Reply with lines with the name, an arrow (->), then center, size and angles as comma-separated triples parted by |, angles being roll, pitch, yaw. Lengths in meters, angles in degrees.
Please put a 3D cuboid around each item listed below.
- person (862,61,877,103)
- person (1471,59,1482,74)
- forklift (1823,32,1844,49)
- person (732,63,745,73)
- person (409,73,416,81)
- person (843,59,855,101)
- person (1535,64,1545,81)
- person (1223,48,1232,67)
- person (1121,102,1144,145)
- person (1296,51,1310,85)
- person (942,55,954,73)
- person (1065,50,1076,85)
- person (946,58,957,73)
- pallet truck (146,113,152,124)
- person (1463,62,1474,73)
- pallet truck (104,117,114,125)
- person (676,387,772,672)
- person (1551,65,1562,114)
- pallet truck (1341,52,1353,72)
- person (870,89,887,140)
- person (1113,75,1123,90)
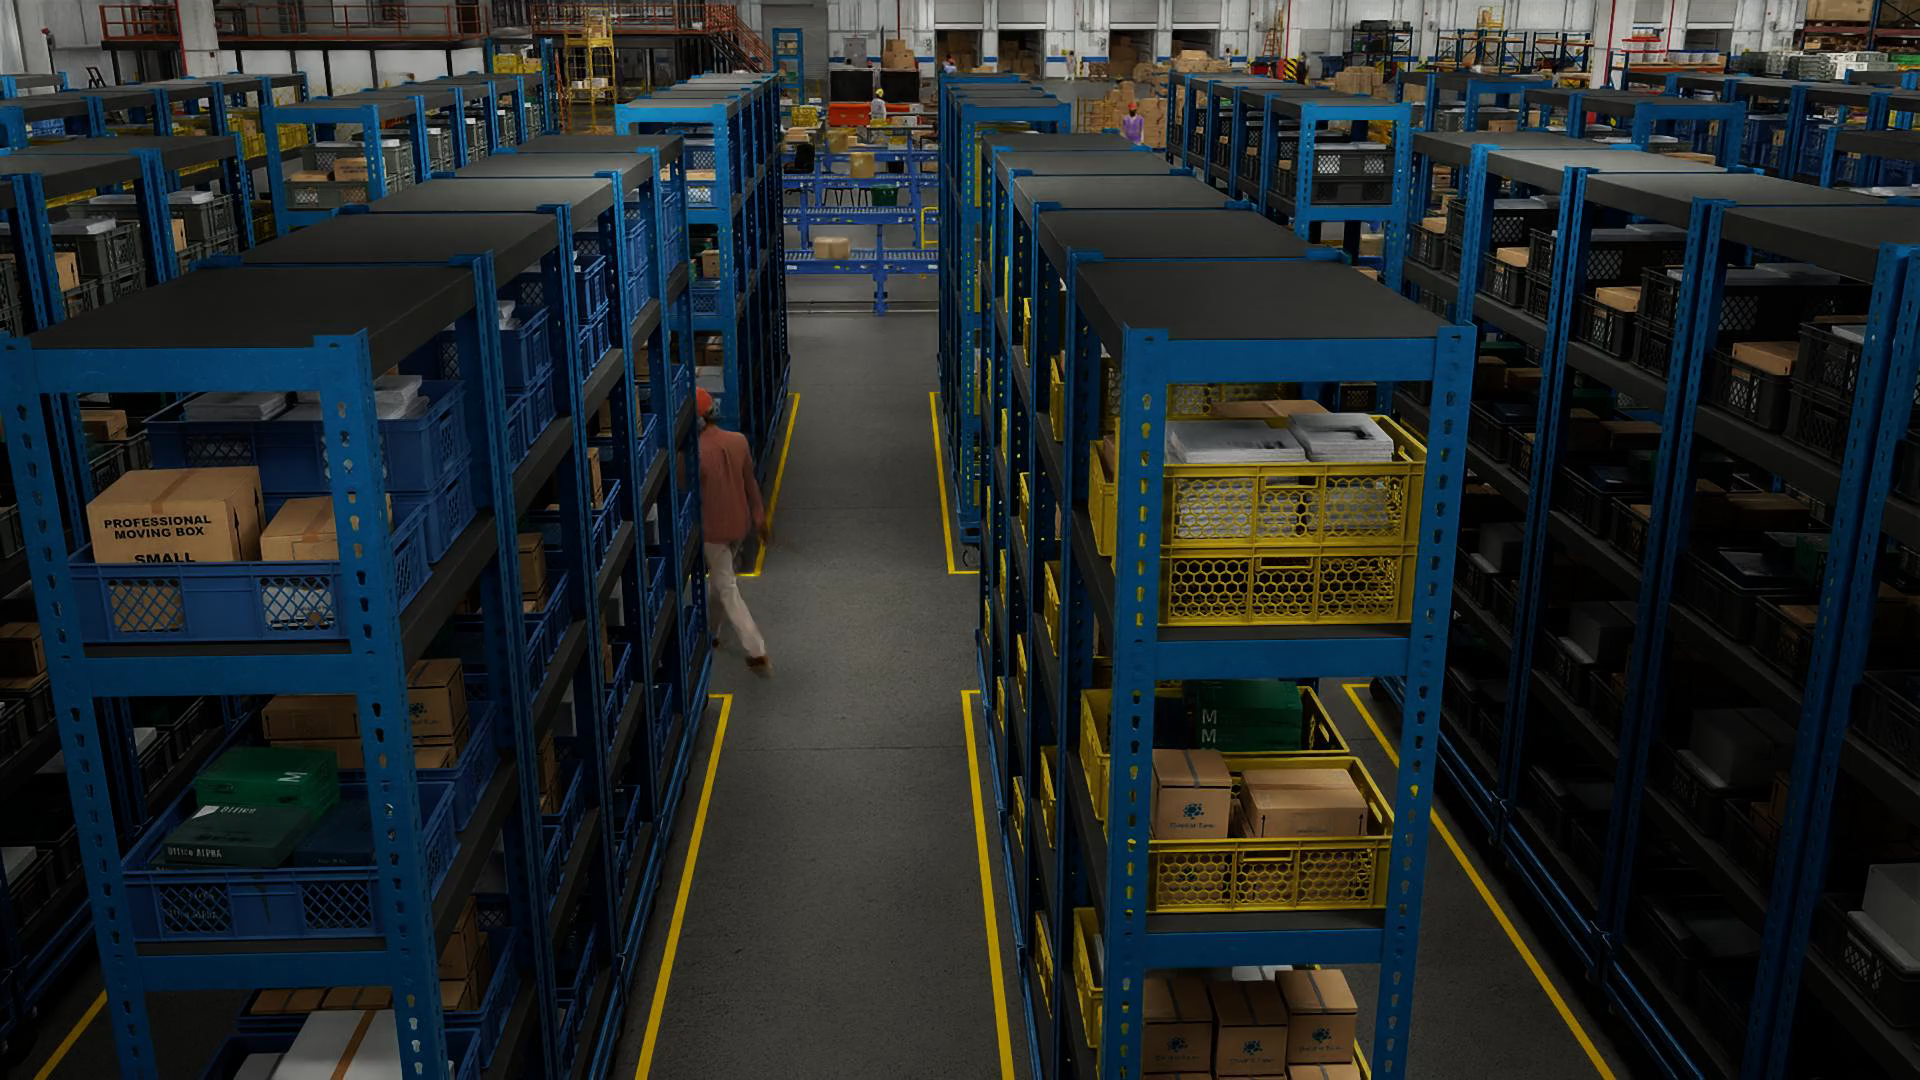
person -> -3.744, -18.858, 69.037 | 0.622, 1.994, 0.381 | -7, 19, -21
person -> 23.492, -20.982, 75.879 | 0.596, 1.829, 0.974 | -8, 20, -24
forklift -> 45.186, -24.889, 86.282 | 1.873, 2.768, 1.129 | -6, 19, -19
person -> -9.470, -19.574, 71.497 | 0.583, 1.850, 0.922 | 1, 18, 2
person -> -20.490, -16.523, 62.123 | 0.933, 1.810, 0.517 | -2, 18, -6
person -> -5.047, -20.915, 75.634 | 0.637, 1.864, 1.032 | -6, 19, -18
person -> 24.094, -18.867, 69.291 | 0.531, 1.859, 0.332 | -9, 20, -26
person -> 15.023, -26.685, 93.479 | 0.518, 1.860, 0.330 | 7, 19, 20
person -> 4.347, -10.100, 42.061 | 0.561, 1.916, 0.521 | 5, 18, 14
person -> 16.983, -23.235, 82.508 | 0.679, 2.000, 0.626 | 14, 22, 36
person -> -0.584, -22.564, 80.715 | 0.595, 1.877, 0.979 | 0, 18, 0
person -> 6.035, -25.683, 90.420 | 0.648, 1.832, 0.518 | 17, 24, 42
person -> -0.326, -20.776, 75.120 | 0.558, 1.895, 0.926 | 9, 20, 26
pallet truck -> -18.087, -8.309, 36.390 | 1.885, 1.965, 0.823 | -1, 18, -4
person -> 21.432, -19.215, 70.315 | 0.605, 1.909, 0.488 | 12, 22, 34
pallet truck -> -18.367, -7.885, 35.078 | 1.885, 1.965, 0.823 | 1, 18, 2
person -> -1.574, -0.076, 11.036 | 0.921, 1.934, 0.668 | 13, 22, 35
person -> 23.810, -18.033, 66.552 | 0.487, 1.948, 0.626 | 2, 18, 7
pallet truck -> 18.794, -23.123, 82.231 | 0.823, 1.965, 1.885 | -13, 22, -35
person -> -2.411, -12.616, 49.996 | 0.586, 1.825, 0.403 | 16, 24, 40
person -> 5.917, -16.354, 61.710 | 0.514, 1.726, 0.430 | 6, 19, 18
